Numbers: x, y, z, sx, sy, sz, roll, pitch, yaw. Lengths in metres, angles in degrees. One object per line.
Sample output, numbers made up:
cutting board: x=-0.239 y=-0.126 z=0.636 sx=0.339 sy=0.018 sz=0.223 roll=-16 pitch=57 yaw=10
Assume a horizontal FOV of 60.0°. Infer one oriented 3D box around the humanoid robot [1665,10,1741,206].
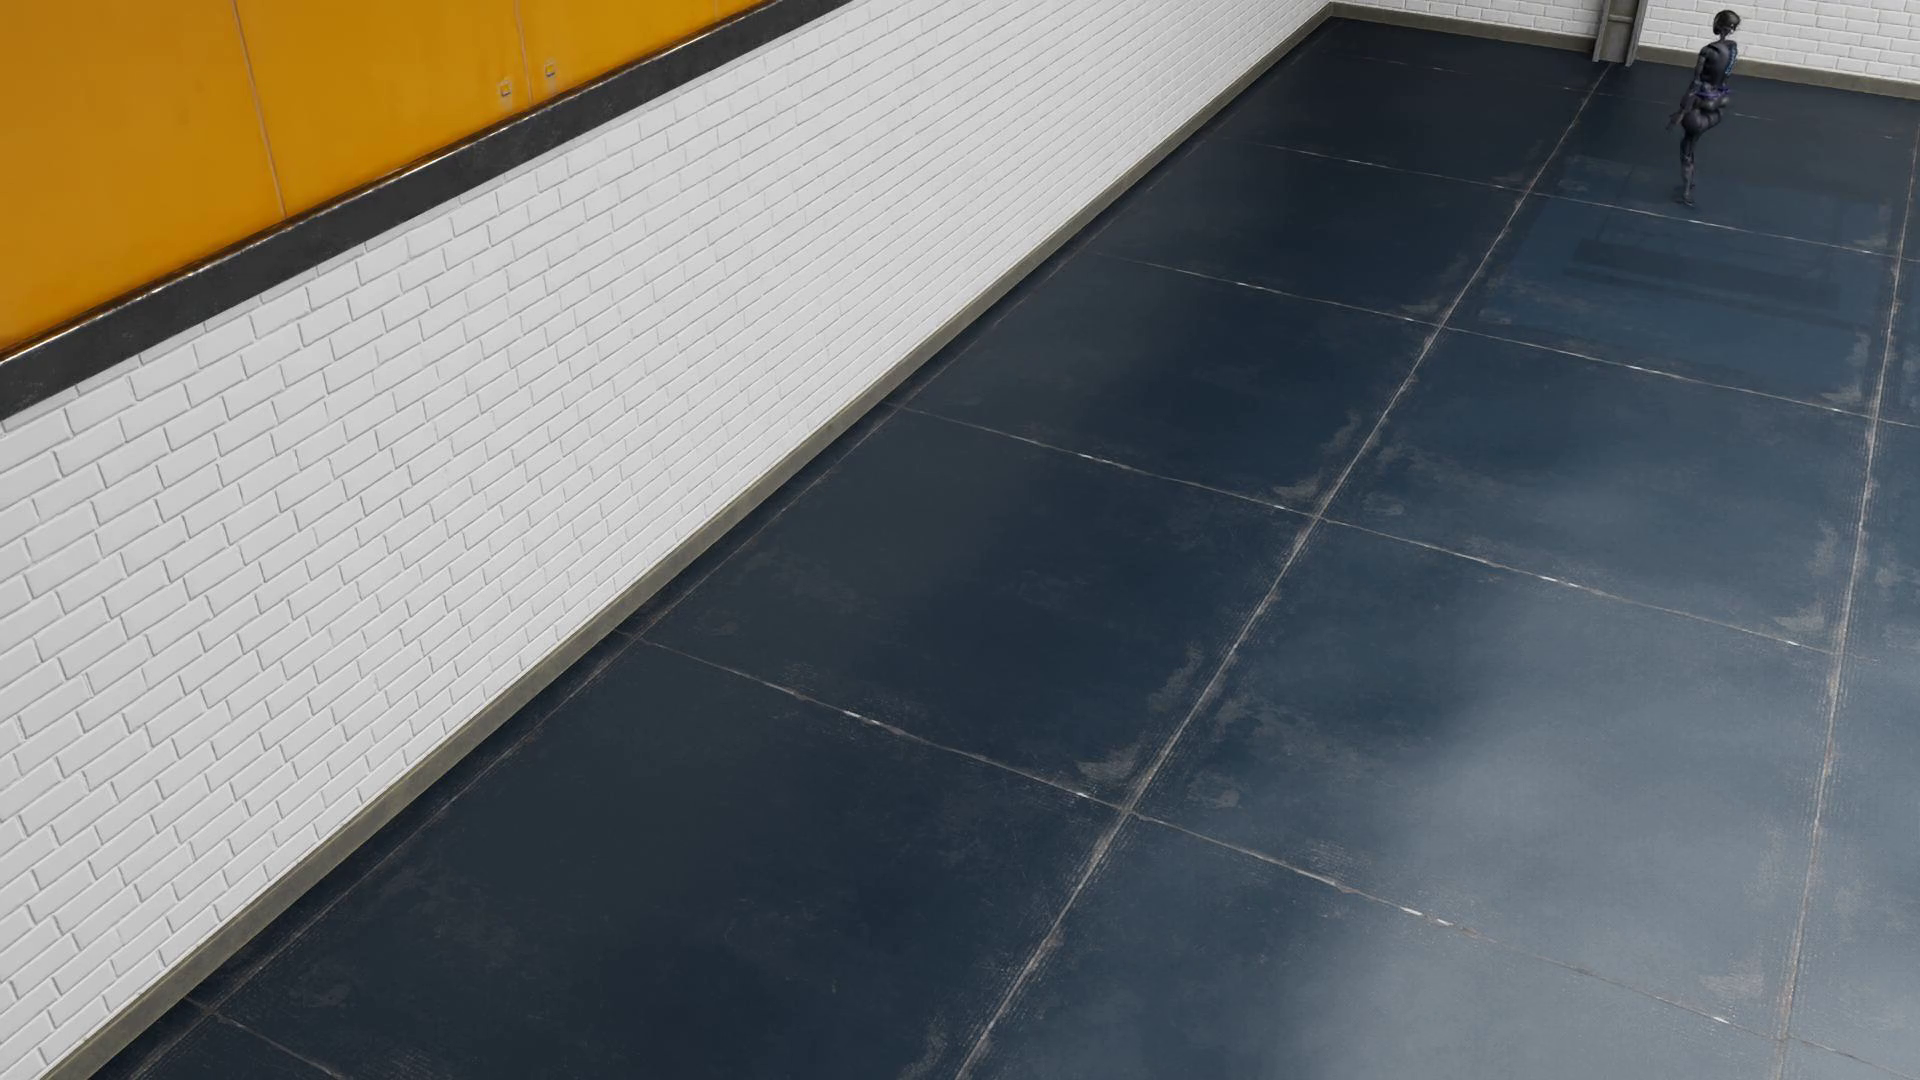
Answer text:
humanoid robot: x=6.324 y=-3.688 z=14.208 sx=0.589 sy=1.649 sz=0.345 roll=-23 pitch=40 yaw=-30
